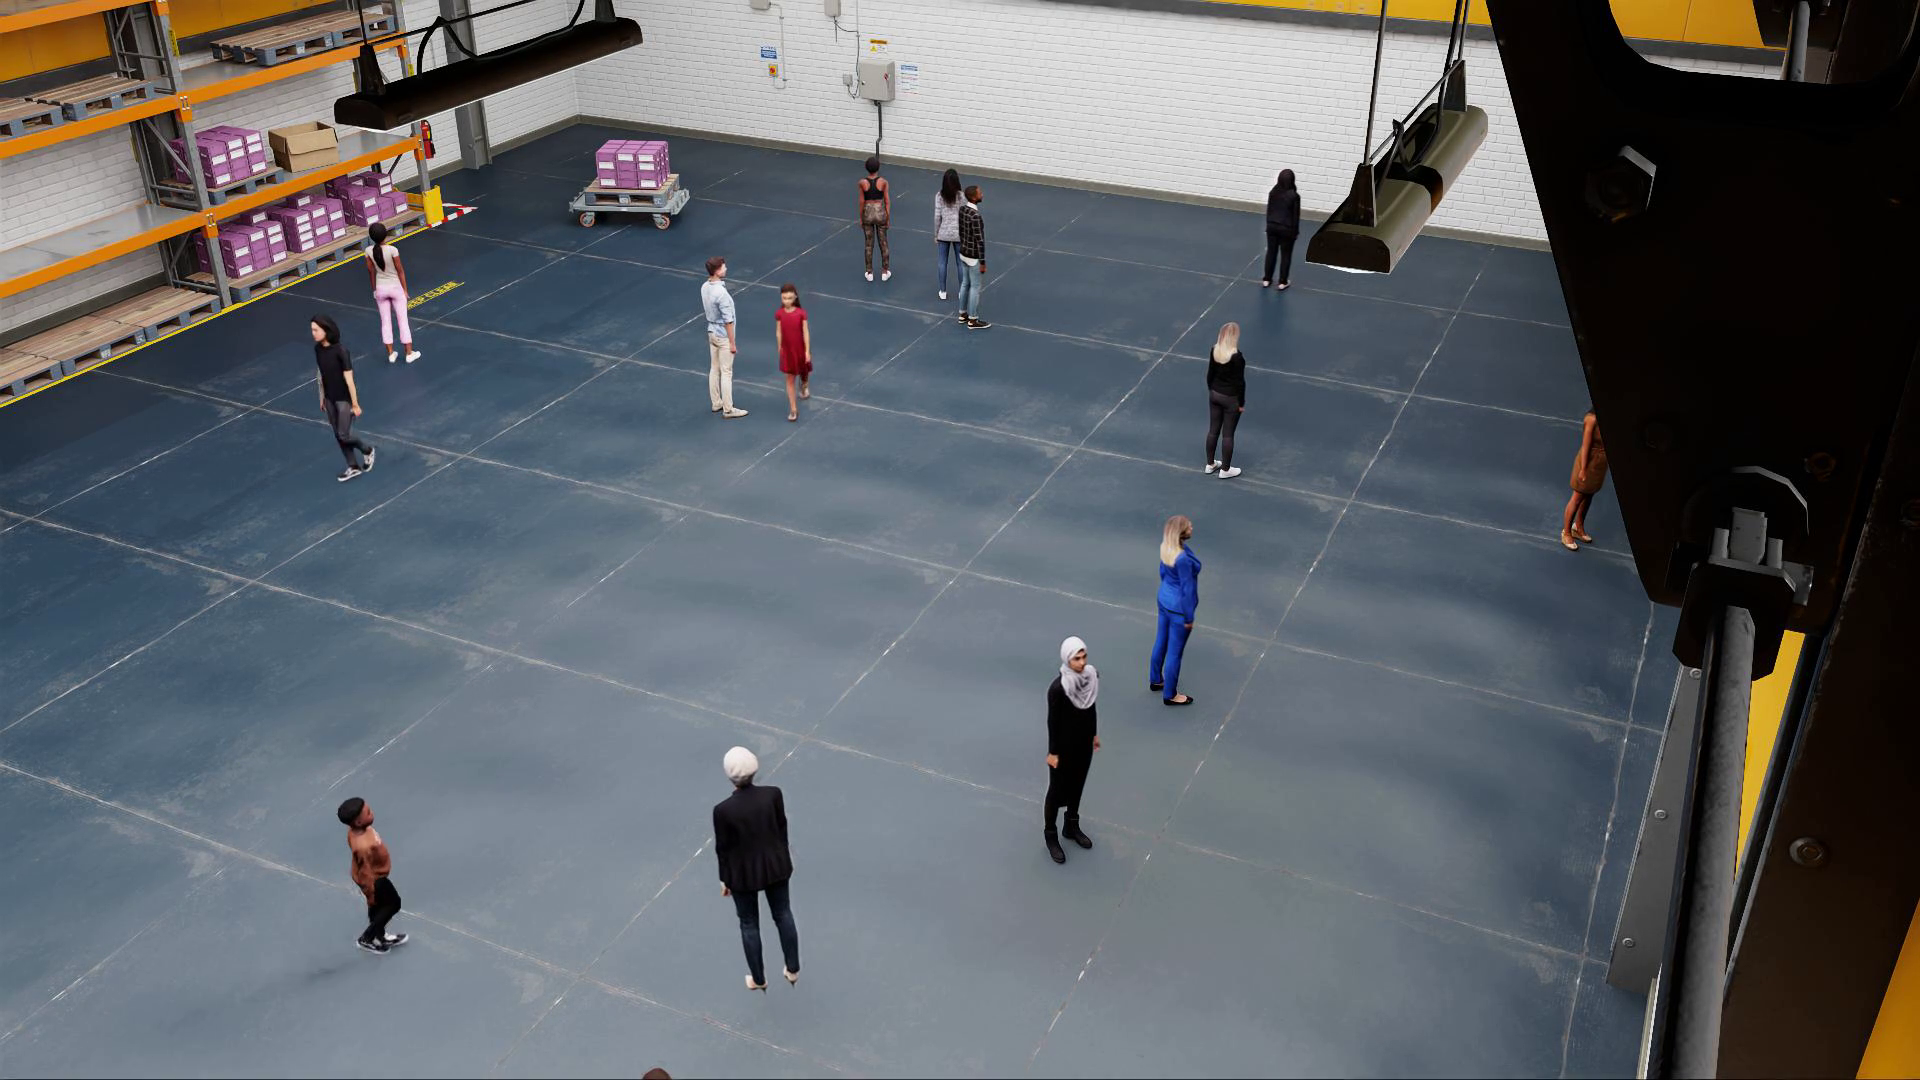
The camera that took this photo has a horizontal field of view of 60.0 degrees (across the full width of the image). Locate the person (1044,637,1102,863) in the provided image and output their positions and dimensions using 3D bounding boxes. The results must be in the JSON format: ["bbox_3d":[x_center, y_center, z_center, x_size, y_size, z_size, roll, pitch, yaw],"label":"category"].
[{"bbox_3d":[0.784,1.460,11.794,0.624,1.779,0.748,-20,35,-33],"label":"person"}]

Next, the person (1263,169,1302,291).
[{"bbox_3d":[4.314,-4.161,22.270,0.676,1.614,0.678,19,34,31],"label":"person"}]

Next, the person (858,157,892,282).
[{"bbox_3d":[-1.161,-4.356,22.538,0.656,1.699,0.671,-1,29,-2],"label":"person"}]

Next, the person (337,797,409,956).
[{"bbox_3d":[-3.935,2.226,10.945,0.685,1.247,0.634,-15,32,-25],"label":"person"}]

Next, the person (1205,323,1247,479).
[{"bbox_3d":[2.740,-1.452,17.228,0.666,1.686,0.685,-23,36,-36],"label":"person"}]

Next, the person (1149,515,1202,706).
[{"bbox_3d":[1.741,0.553,13.538,0.767,1.701,0.704,-10,30,-17],"label":"person"}]

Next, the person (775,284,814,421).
[{"bbox_3d":[-1.850,-2.162,18.688,0.796,1.535,1.004,0,29,0],"label":"person"}]

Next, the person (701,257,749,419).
[{"bbox_3d":[-2.675,-2.277,18.573,0.724,1.848,0.734,-19,34,-31],"label":"person"}]

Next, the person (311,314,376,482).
[{"bbox_3d":[-6.339,-1.498,17.177,0.683,1.816,0.716,16,33,27],"label":"person"}]

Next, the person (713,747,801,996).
[{"bbox_3d":[-1.197,2.048,10.203,0.818,1.779,0.791,-11,30,-19],"label":"person"}]

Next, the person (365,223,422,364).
[{"bbox_3d":[-6.846,-2.975,19.964,0.641,1.741,0.637,1,29,2],"label":"person"}]

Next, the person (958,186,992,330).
[{"bbox_3d":[0.140,-3.585,20.998,0.768,1.821,0.743,-14,32,-24],"label":"person"}]

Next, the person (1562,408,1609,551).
[{"bbox_3d":[6.033,-0.718,15.880,0.585,1.689,0.707,-21,35,-34],"label":"person"}]

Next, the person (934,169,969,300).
[{"bbox_3d":[-0.118,-4.035,21.917,0.690,1.731,0.660,1,29,2],"label":"person"}]
